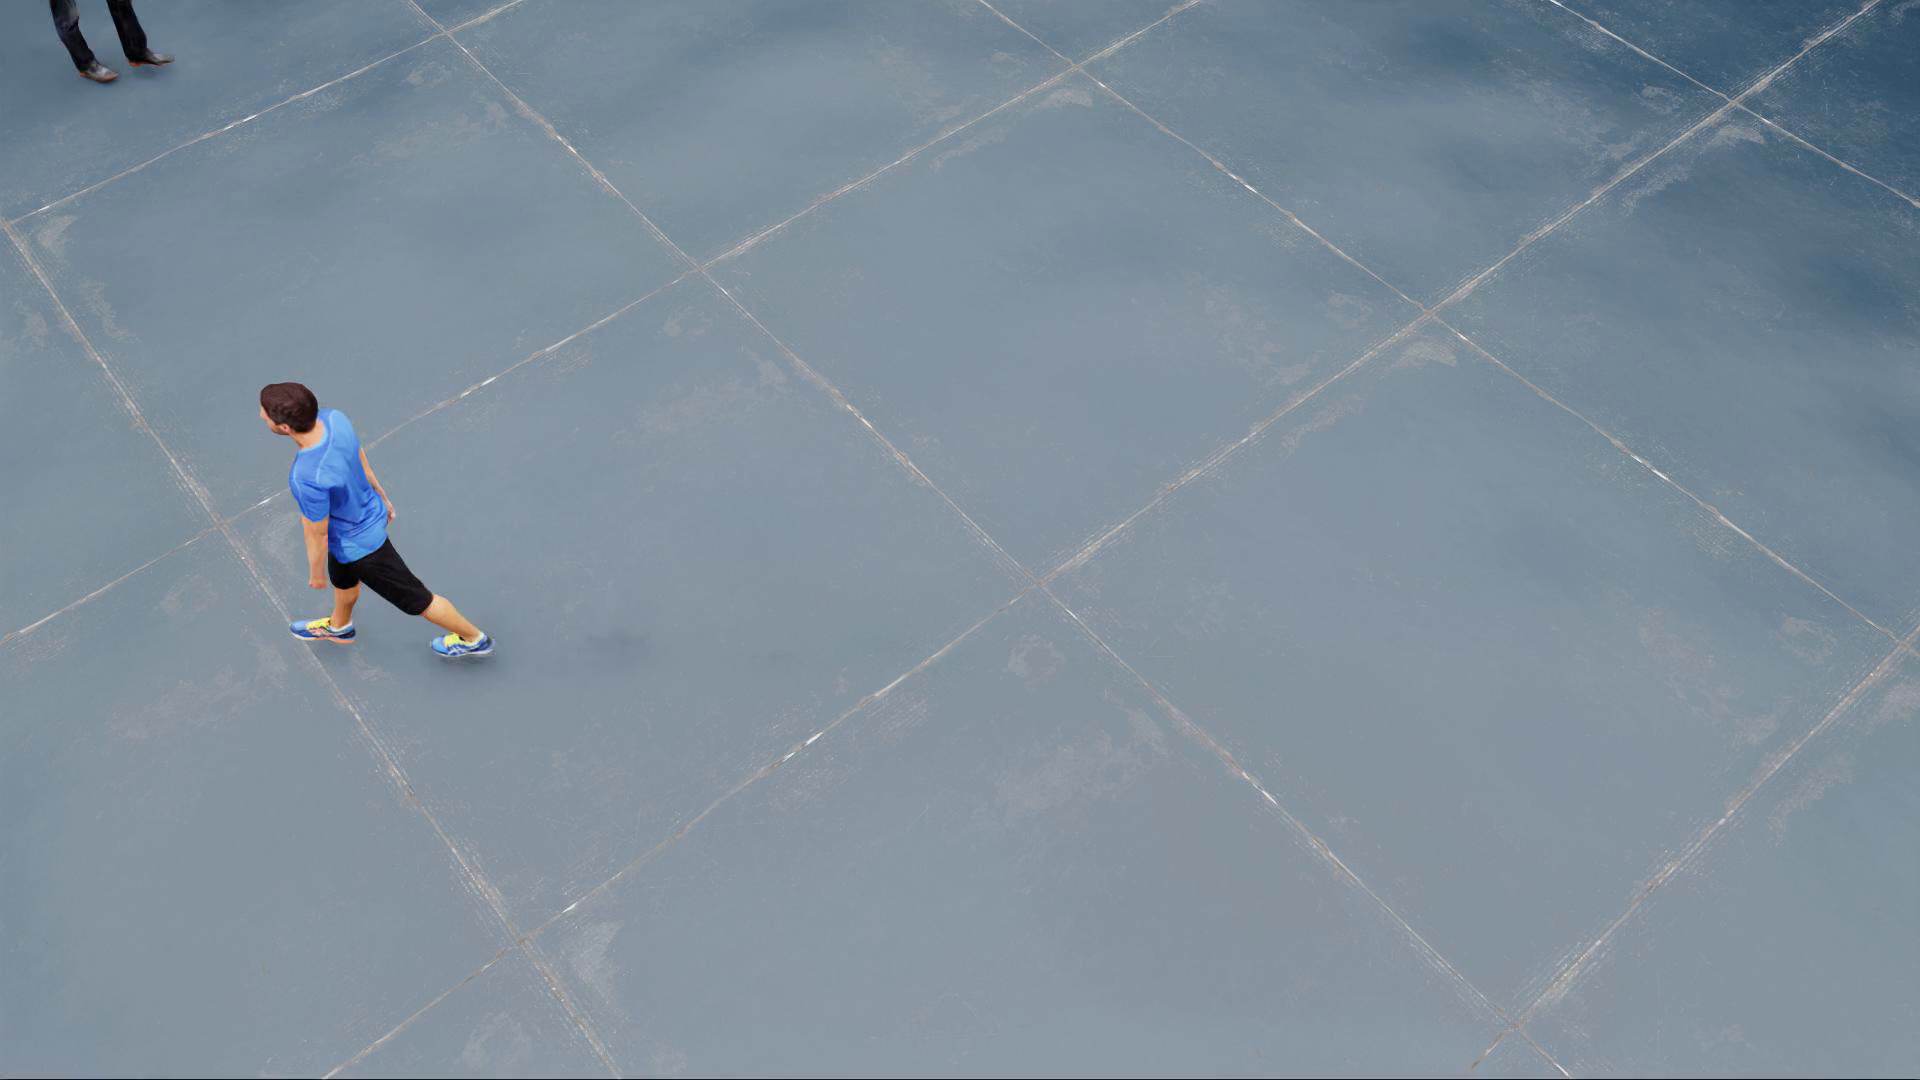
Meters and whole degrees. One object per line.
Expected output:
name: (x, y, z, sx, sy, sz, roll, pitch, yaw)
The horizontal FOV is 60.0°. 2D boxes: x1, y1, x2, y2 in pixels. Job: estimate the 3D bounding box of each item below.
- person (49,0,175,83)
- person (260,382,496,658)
person: (-5.624, -3.611, 10.202, 0.960, 1.797, 0.920, 13, 53, 10)
person: (-2.578, -0.006, 7.397, 1.264, 1.817, 1.134, 0, 52, 0)
